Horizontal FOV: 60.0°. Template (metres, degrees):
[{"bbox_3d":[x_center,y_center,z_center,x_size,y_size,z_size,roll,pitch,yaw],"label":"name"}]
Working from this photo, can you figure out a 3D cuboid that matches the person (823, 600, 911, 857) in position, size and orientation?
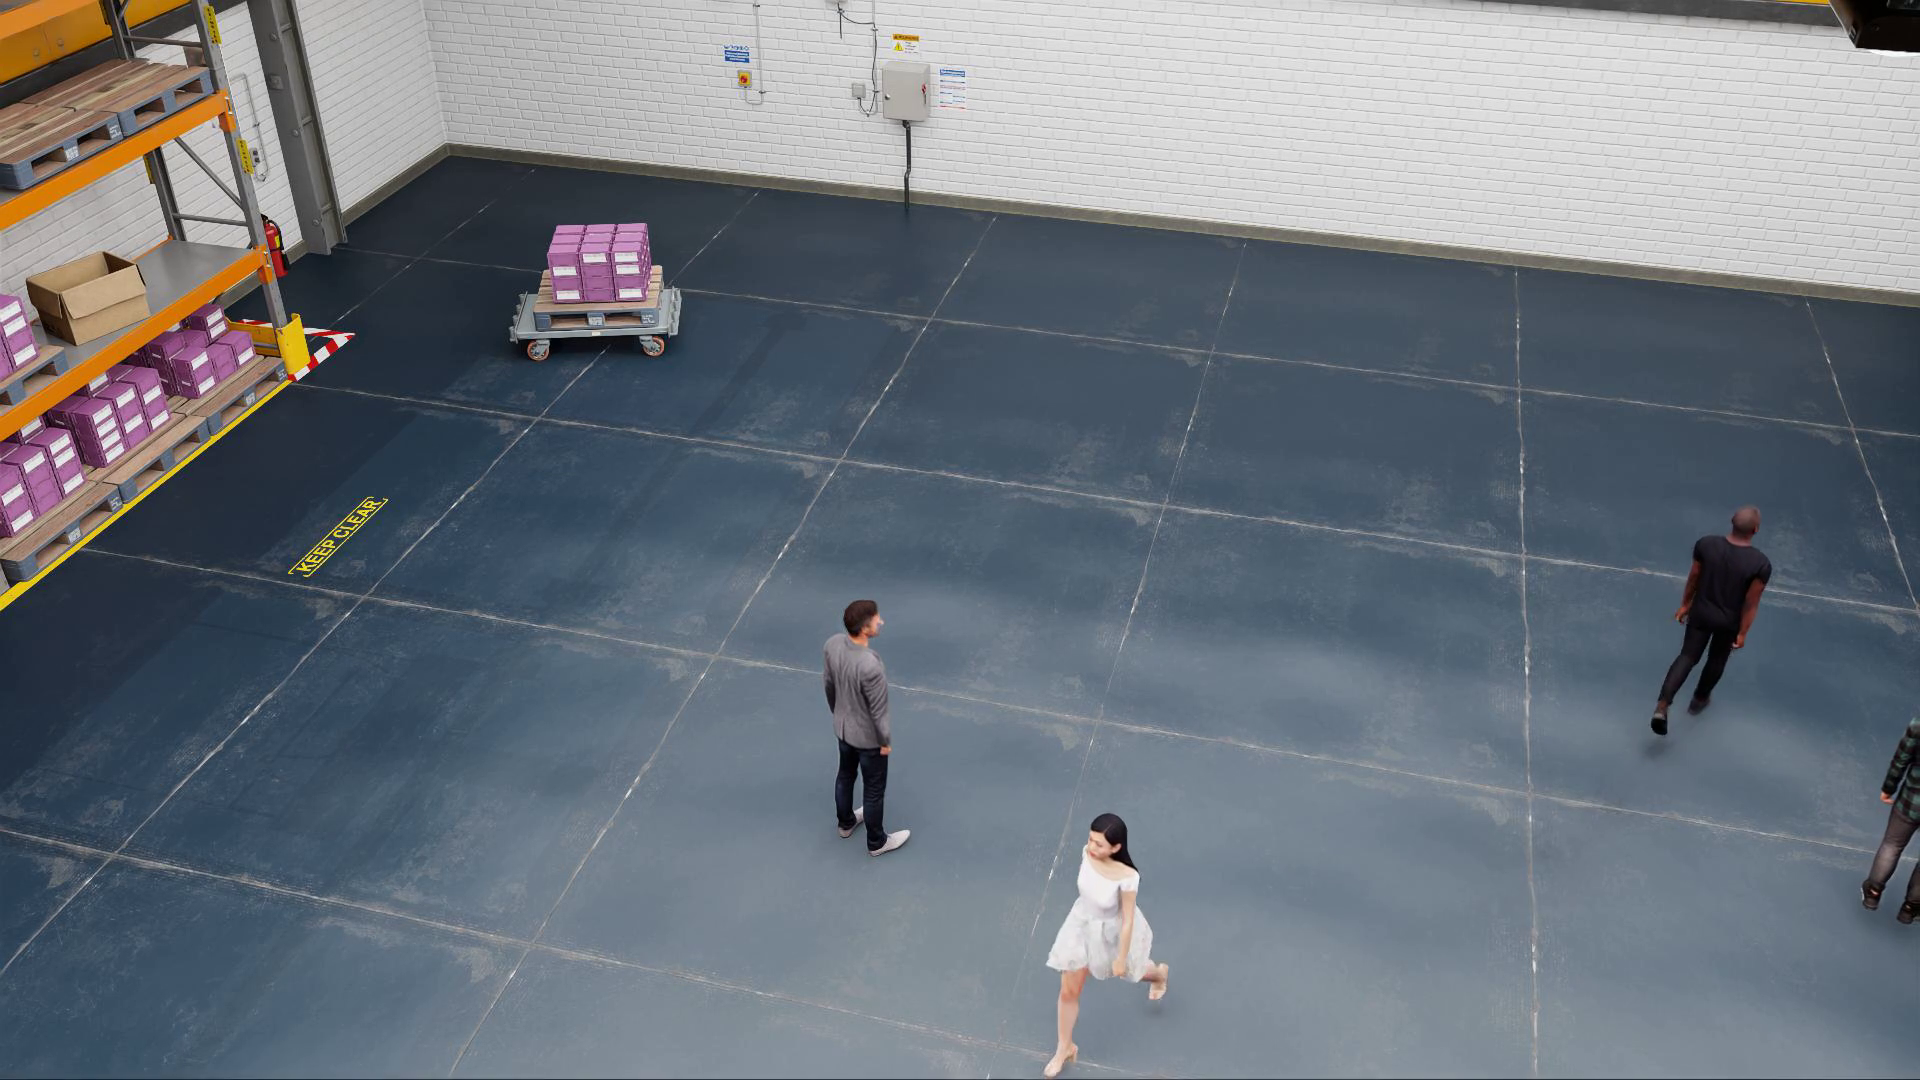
[{"bbox_3d":[-0.620,1.177,10.500,0.774,1.871,0.769,29,43,36],"label":"person"}]

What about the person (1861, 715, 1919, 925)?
[{"bbox_3d":[5.764,1.539,9.855,0.743,1.705,0.698,23,40,30],"label":"person"}]

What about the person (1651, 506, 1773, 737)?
[{"bbox_3d":[5.163,0.584,11.458,1.009,1.796,1.208,28,43,35],"label":"person"}]

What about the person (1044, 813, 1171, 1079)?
[{"bbox_3d":[0.868,2.163,9.145,1.257,1.728,1.051,-26,42,-34],"label":"person"}]
